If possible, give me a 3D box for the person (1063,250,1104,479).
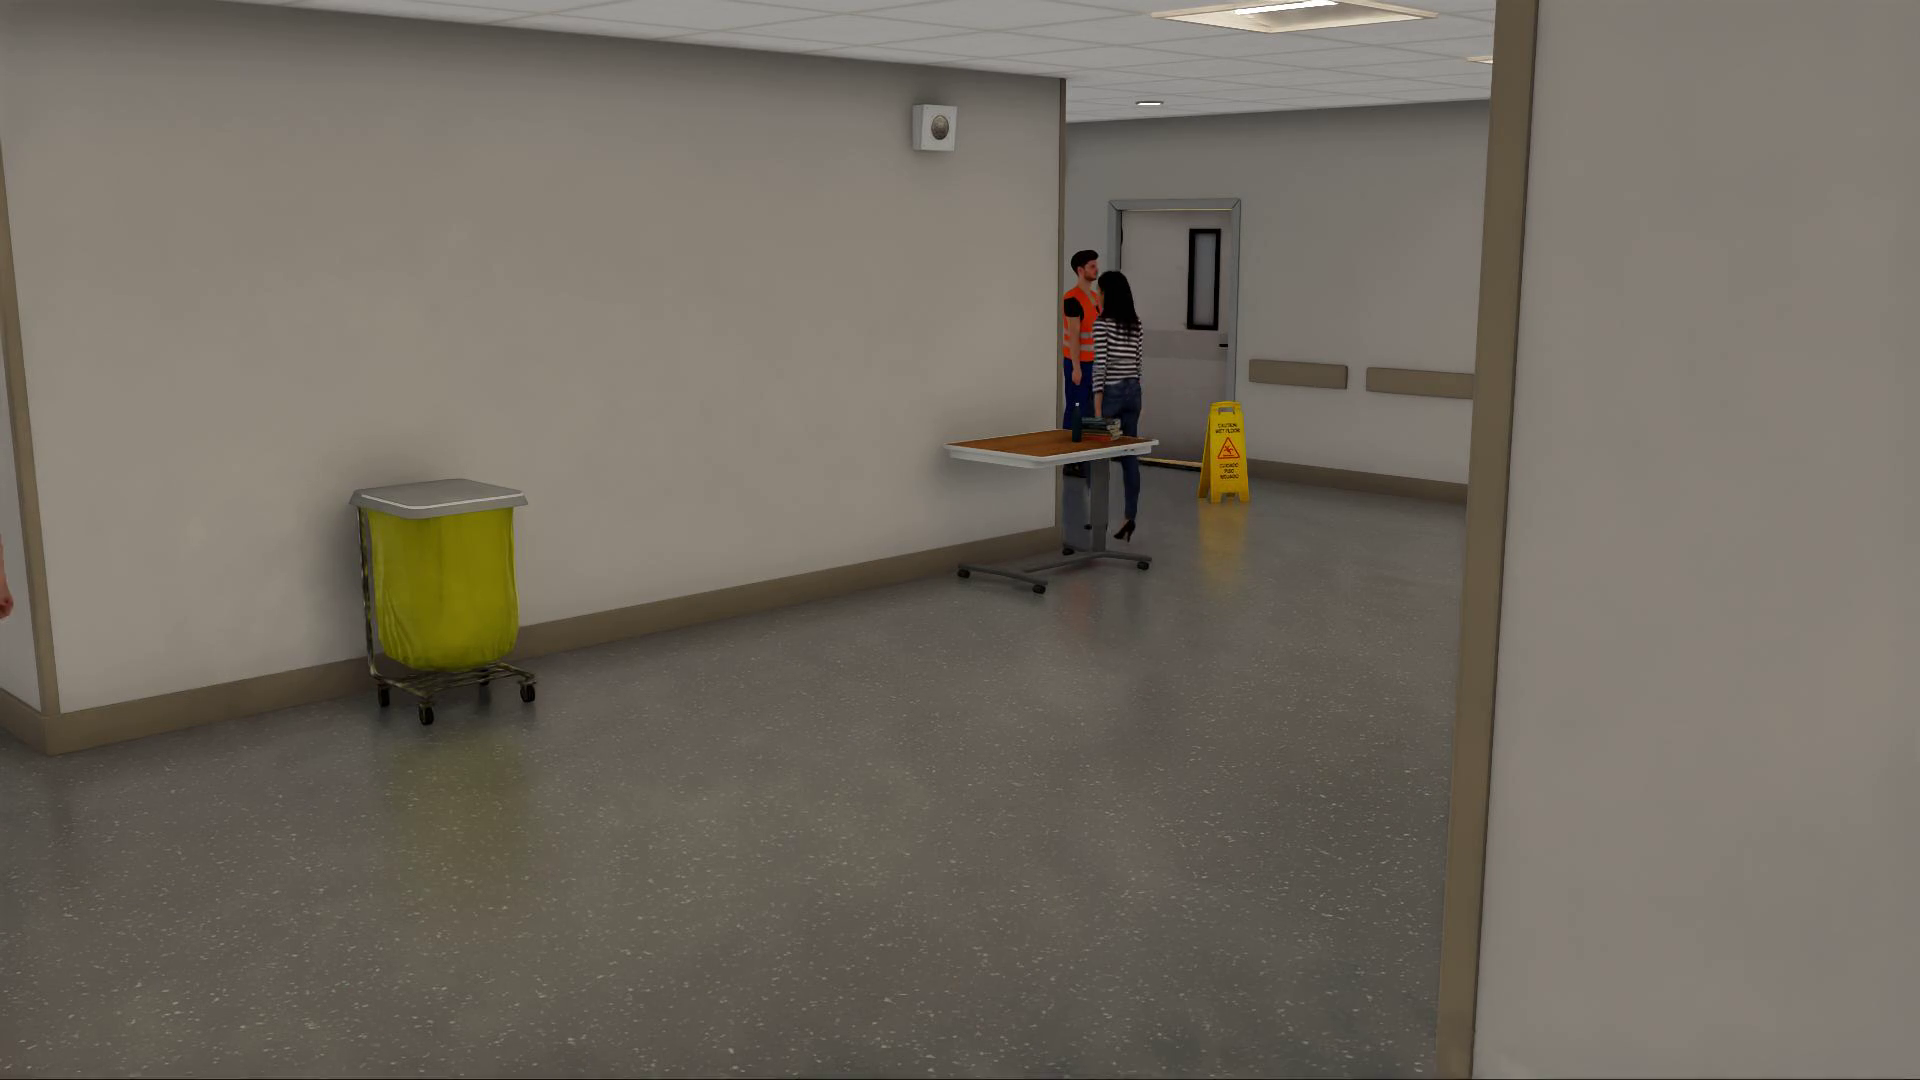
[{"bbox_3d":[1.025,-1.495,14.039,0.753,1.888,0.761,5,12,24],"label":"person"}]

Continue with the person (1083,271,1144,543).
[{"bbox_3d":[1.077,-0.852,10.923,0.705,1.770,0.766,-7,13,-33],"label":"person"}]
